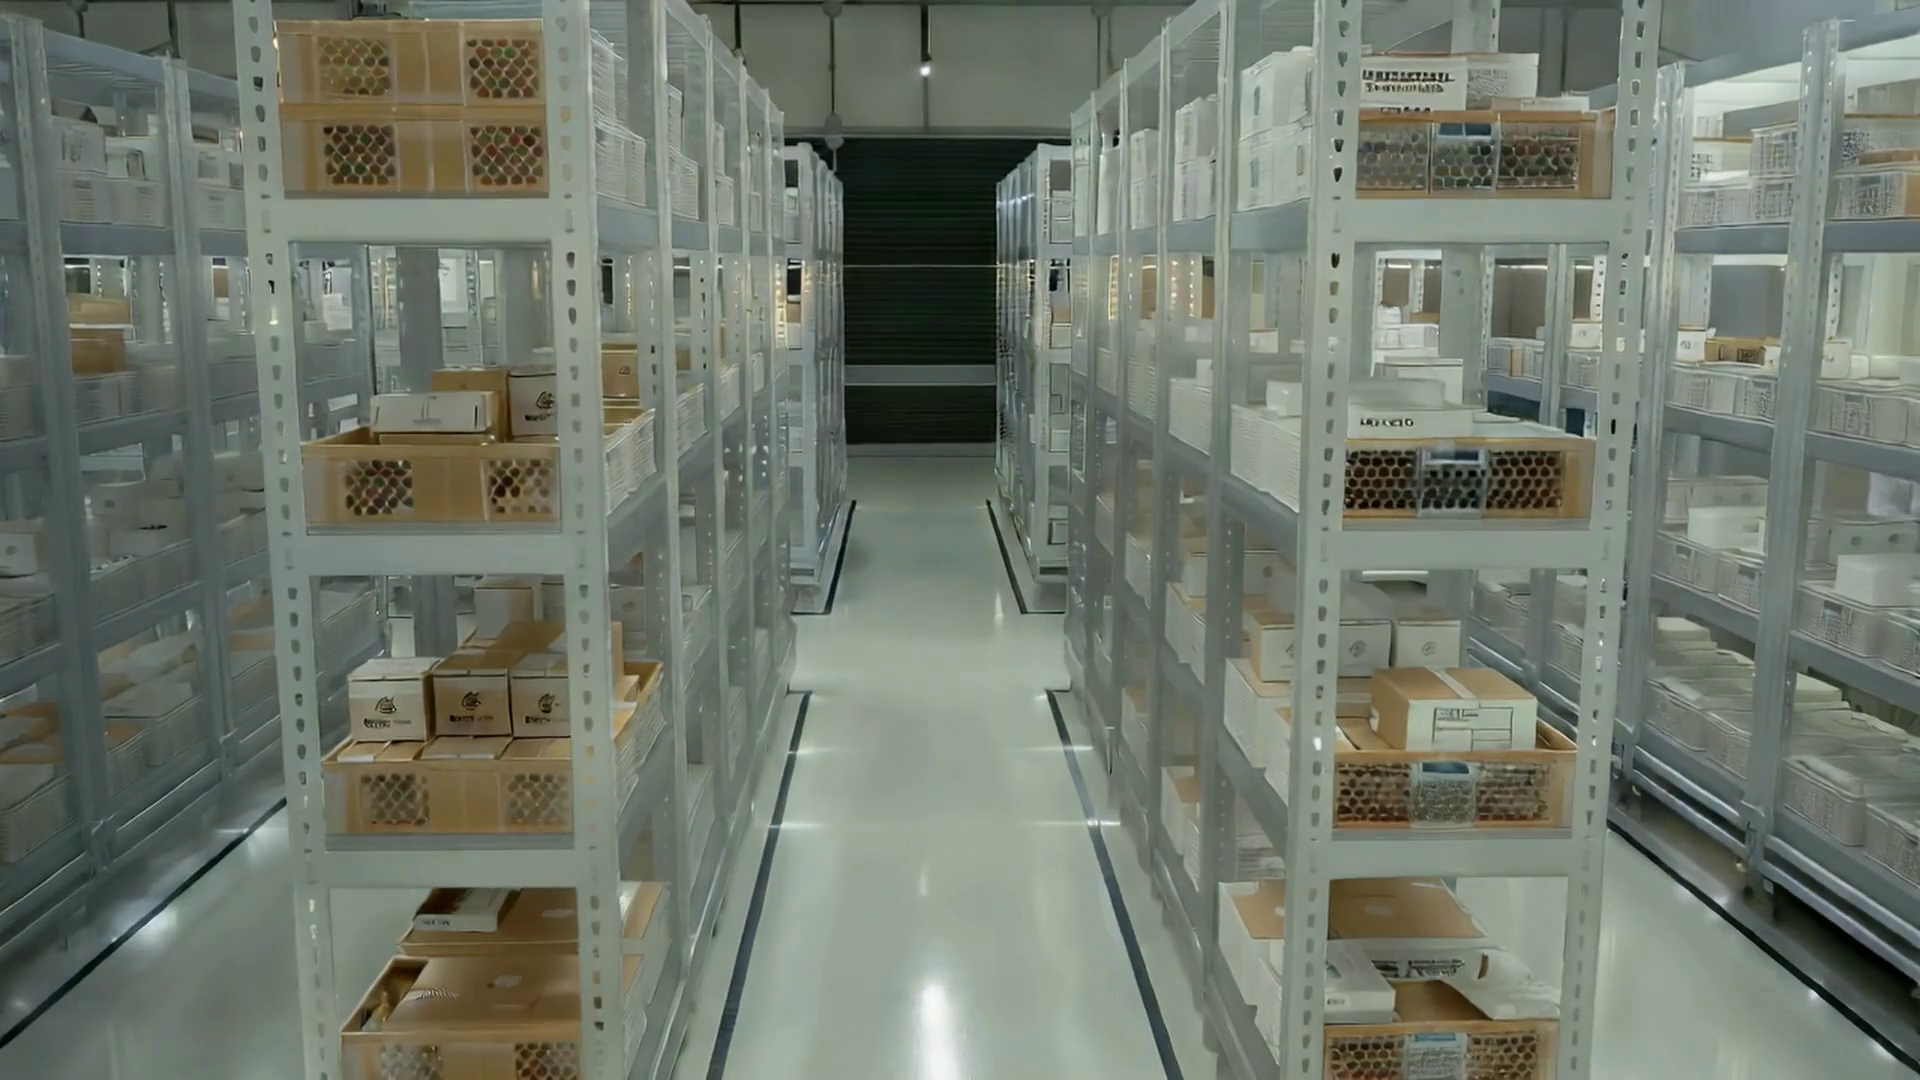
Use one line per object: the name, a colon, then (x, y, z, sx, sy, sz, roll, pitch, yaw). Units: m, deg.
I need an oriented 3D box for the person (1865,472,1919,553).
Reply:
person: (6.677, -0.169, 11.928, 0.903, 1.815, 0.576, -1, 9, -7)
